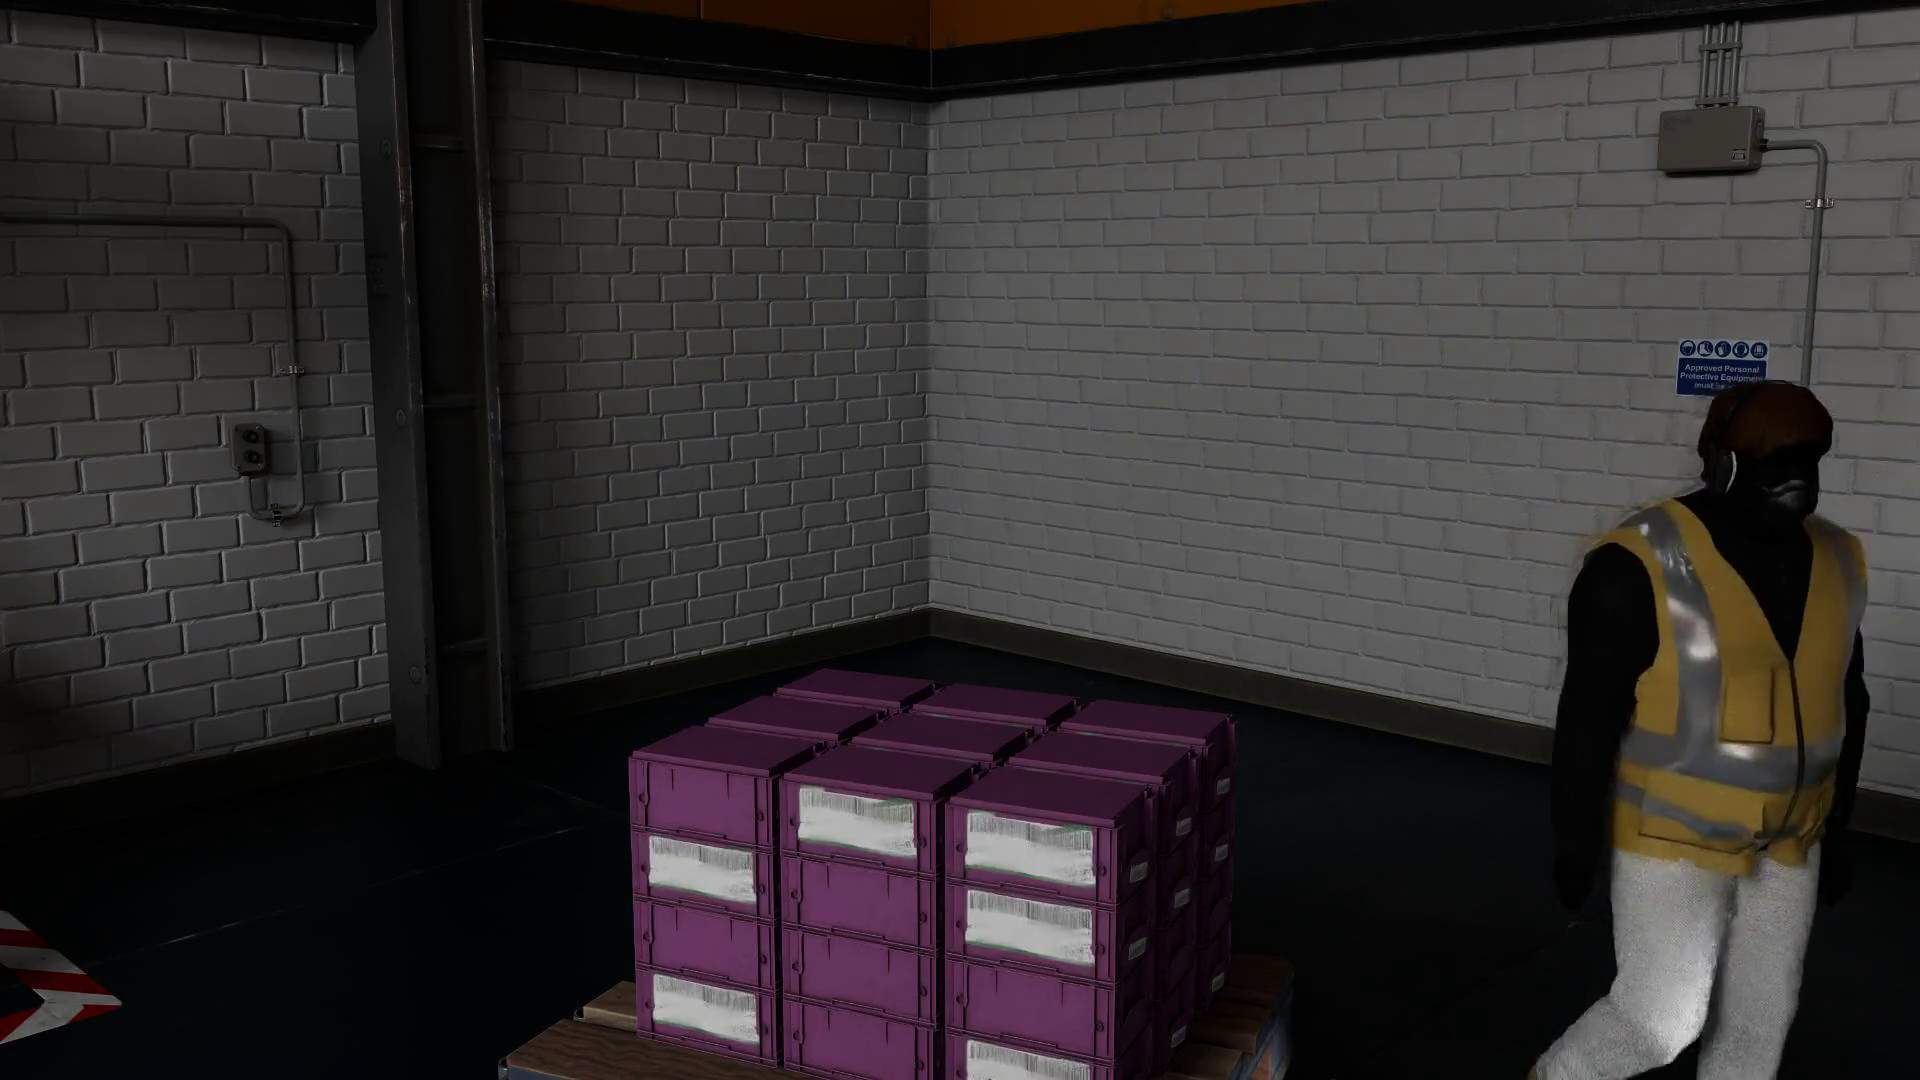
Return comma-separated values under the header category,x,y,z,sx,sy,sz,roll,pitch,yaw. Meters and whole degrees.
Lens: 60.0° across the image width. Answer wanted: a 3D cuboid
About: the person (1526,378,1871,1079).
category,x,y,z,sx,sy,sz,roll,pitch,yaw
person,1.486,0.572,3.383,0.668,1.820,0.548,-3,10,-16
